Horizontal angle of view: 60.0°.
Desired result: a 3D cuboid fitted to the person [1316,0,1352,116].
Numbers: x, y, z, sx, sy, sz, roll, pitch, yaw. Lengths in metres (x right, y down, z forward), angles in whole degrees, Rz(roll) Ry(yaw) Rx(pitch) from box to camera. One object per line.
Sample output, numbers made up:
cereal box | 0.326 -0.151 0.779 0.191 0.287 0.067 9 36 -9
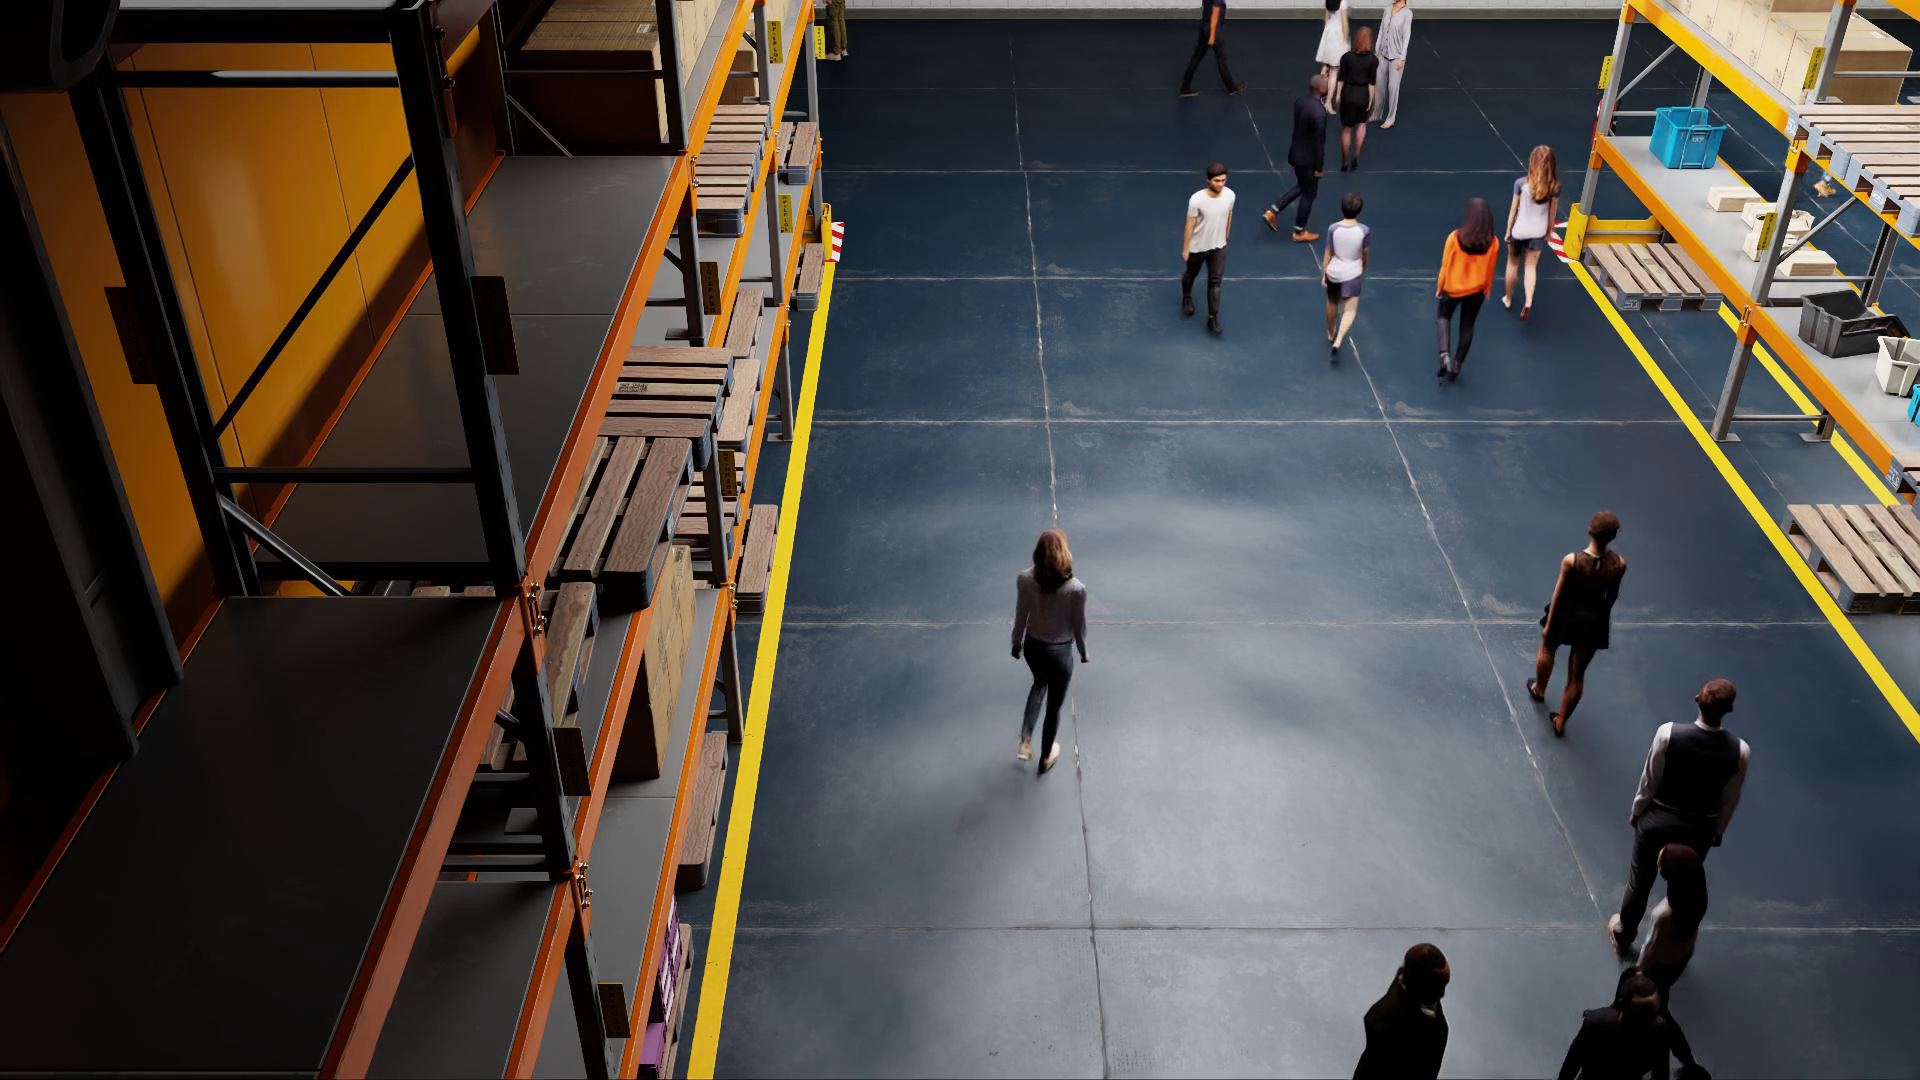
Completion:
person | 4.704 -6.229 20.902 0.802 1.776 0.694 -16 37 -23

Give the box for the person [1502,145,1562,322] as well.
person | 5.471 -2.915 15.976 0.683 1.709 1.004 4 34 6

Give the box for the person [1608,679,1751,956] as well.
person | 3.927 1.532 9.079 0.734 1.938 0.707 13 36 19

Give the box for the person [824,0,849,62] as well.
person | -1.722 -7.529 22.828 0.813 1.808 0.638 14 36 20

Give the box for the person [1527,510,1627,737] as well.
person | 4.014 0.577 10.768 0.645 1.658 0.829 4 34 6

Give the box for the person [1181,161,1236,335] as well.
person | 2.350 -2.871 15.951 0.788 1.664 1.104 -7 34 -10

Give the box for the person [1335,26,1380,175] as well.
person | 4.553 -5.035 19.178 0.631 1.695 0.619 6 34 9

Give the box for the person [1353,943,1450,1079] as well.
person | 1.956 2.532 7.606 0.862 1.903 0.760 21 39 28

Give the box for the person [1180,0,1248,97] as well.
person | 3.142 -6.525 21.381 0.878 1.738 1.111 -6 34 -10

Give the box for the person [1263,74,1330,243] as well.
person | 3.558 -3.995 17.515 0.854 1.803 0.860 -6 34 -9

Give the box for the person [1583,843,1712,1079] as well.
person | 3.666 2.201 8.508 0.931 1.456 1.013 -25 41 -33

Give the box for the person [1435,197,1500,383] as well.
person | 4.506 -2.181 14.847 0.677 1.736 0.728 6 34 8

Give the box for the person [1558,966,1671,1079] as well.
person | 2.971 2.573 7.765 0.603 1.659 1.082 -1 34 -2

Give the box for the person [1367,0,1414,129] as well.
person | 5.347 -6.006 20.568 0.737 1.773 0.655 -24 40 -31

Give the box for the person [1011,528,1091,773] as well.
person | 0.512 0.761 10.379 0.766 1.783 0.829 17 37 24

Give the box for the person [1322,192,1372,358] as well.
person | 3.568 -2.445 15.420 0.779 1.542 1.012 13 36 18
